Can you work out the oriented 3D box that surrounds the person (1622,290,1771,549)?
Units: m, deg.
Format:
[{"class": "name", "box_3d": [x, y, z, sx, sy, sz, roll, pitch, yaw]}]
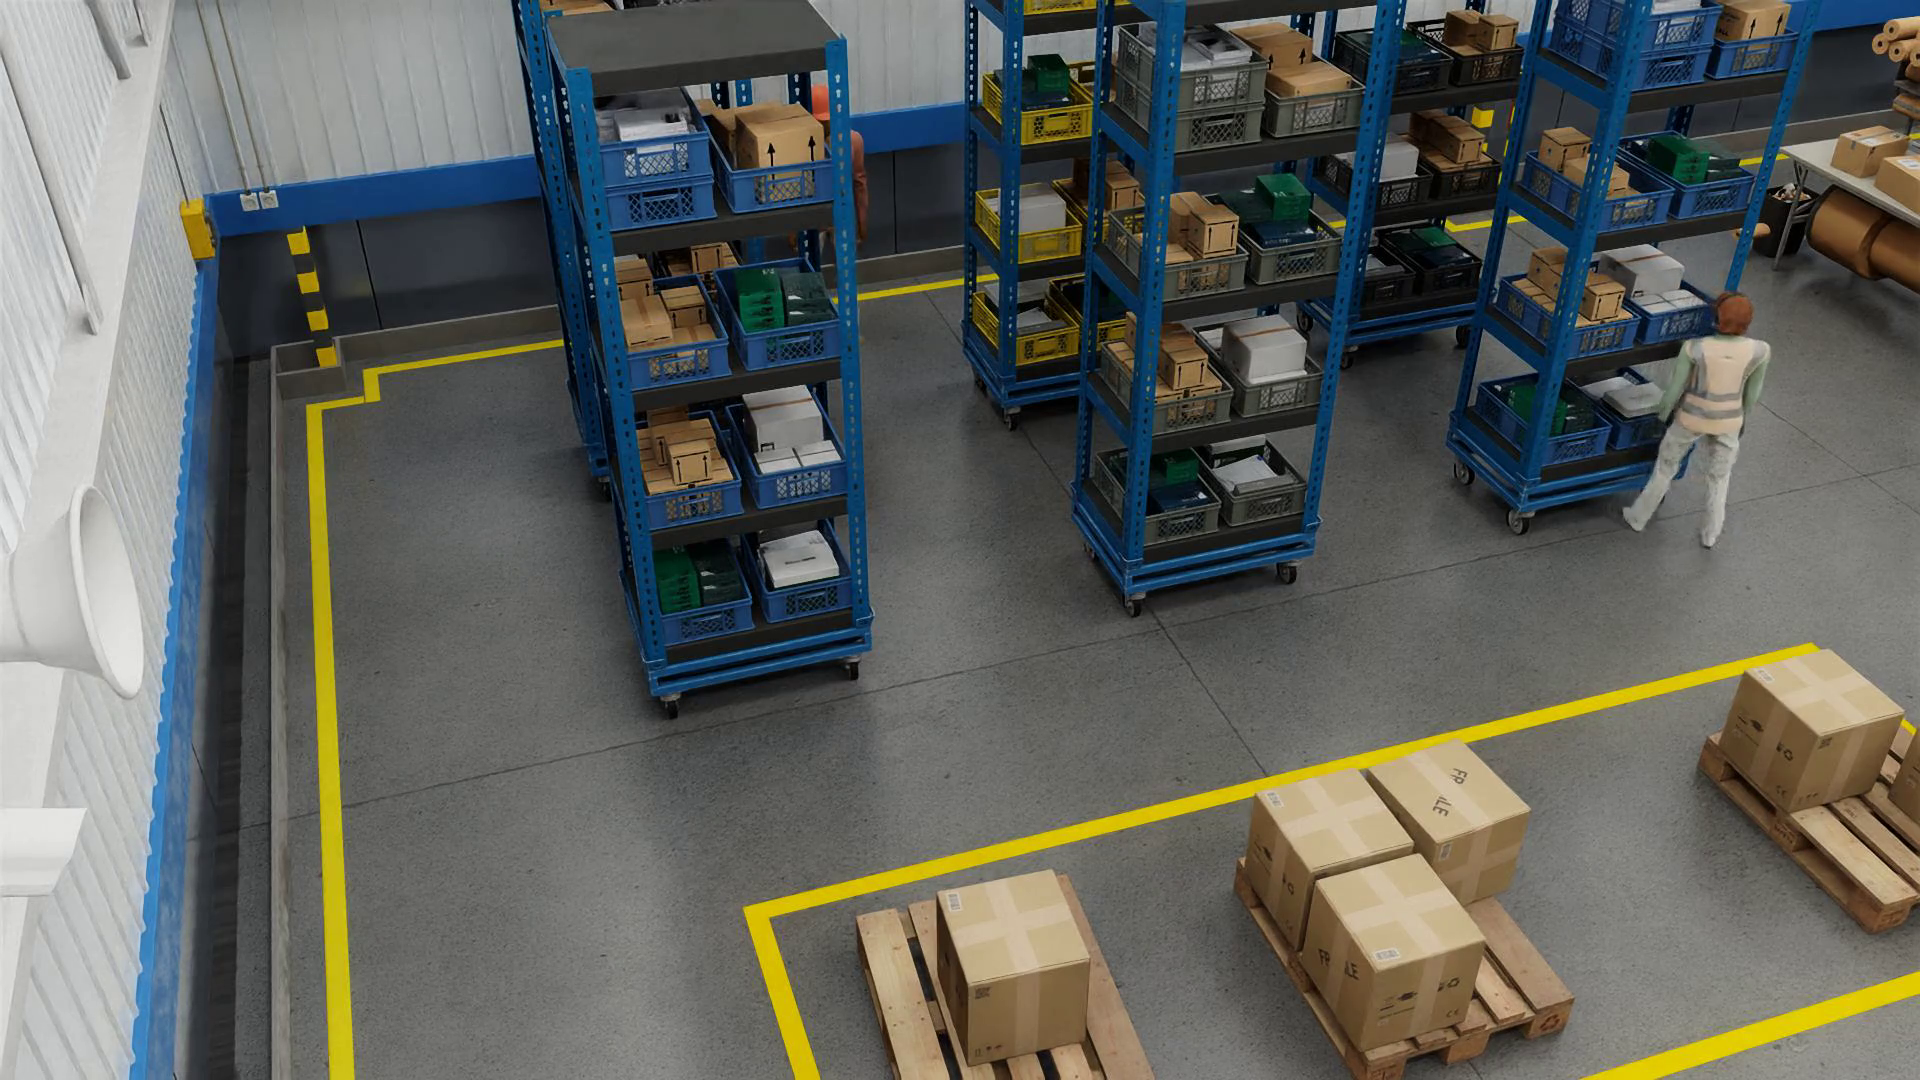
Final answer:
[{"class": "person", "box_3d": [4.424, -0.715, 9.880, 0.540, 1.629, 0.329, 5, 36, 8]}]

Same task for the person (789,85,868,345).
[{"class": "person", "box_3d": [-0.941, -2.264, 11.769, 0.613, 1.984, 0.415, -9, 36, -13]}]
